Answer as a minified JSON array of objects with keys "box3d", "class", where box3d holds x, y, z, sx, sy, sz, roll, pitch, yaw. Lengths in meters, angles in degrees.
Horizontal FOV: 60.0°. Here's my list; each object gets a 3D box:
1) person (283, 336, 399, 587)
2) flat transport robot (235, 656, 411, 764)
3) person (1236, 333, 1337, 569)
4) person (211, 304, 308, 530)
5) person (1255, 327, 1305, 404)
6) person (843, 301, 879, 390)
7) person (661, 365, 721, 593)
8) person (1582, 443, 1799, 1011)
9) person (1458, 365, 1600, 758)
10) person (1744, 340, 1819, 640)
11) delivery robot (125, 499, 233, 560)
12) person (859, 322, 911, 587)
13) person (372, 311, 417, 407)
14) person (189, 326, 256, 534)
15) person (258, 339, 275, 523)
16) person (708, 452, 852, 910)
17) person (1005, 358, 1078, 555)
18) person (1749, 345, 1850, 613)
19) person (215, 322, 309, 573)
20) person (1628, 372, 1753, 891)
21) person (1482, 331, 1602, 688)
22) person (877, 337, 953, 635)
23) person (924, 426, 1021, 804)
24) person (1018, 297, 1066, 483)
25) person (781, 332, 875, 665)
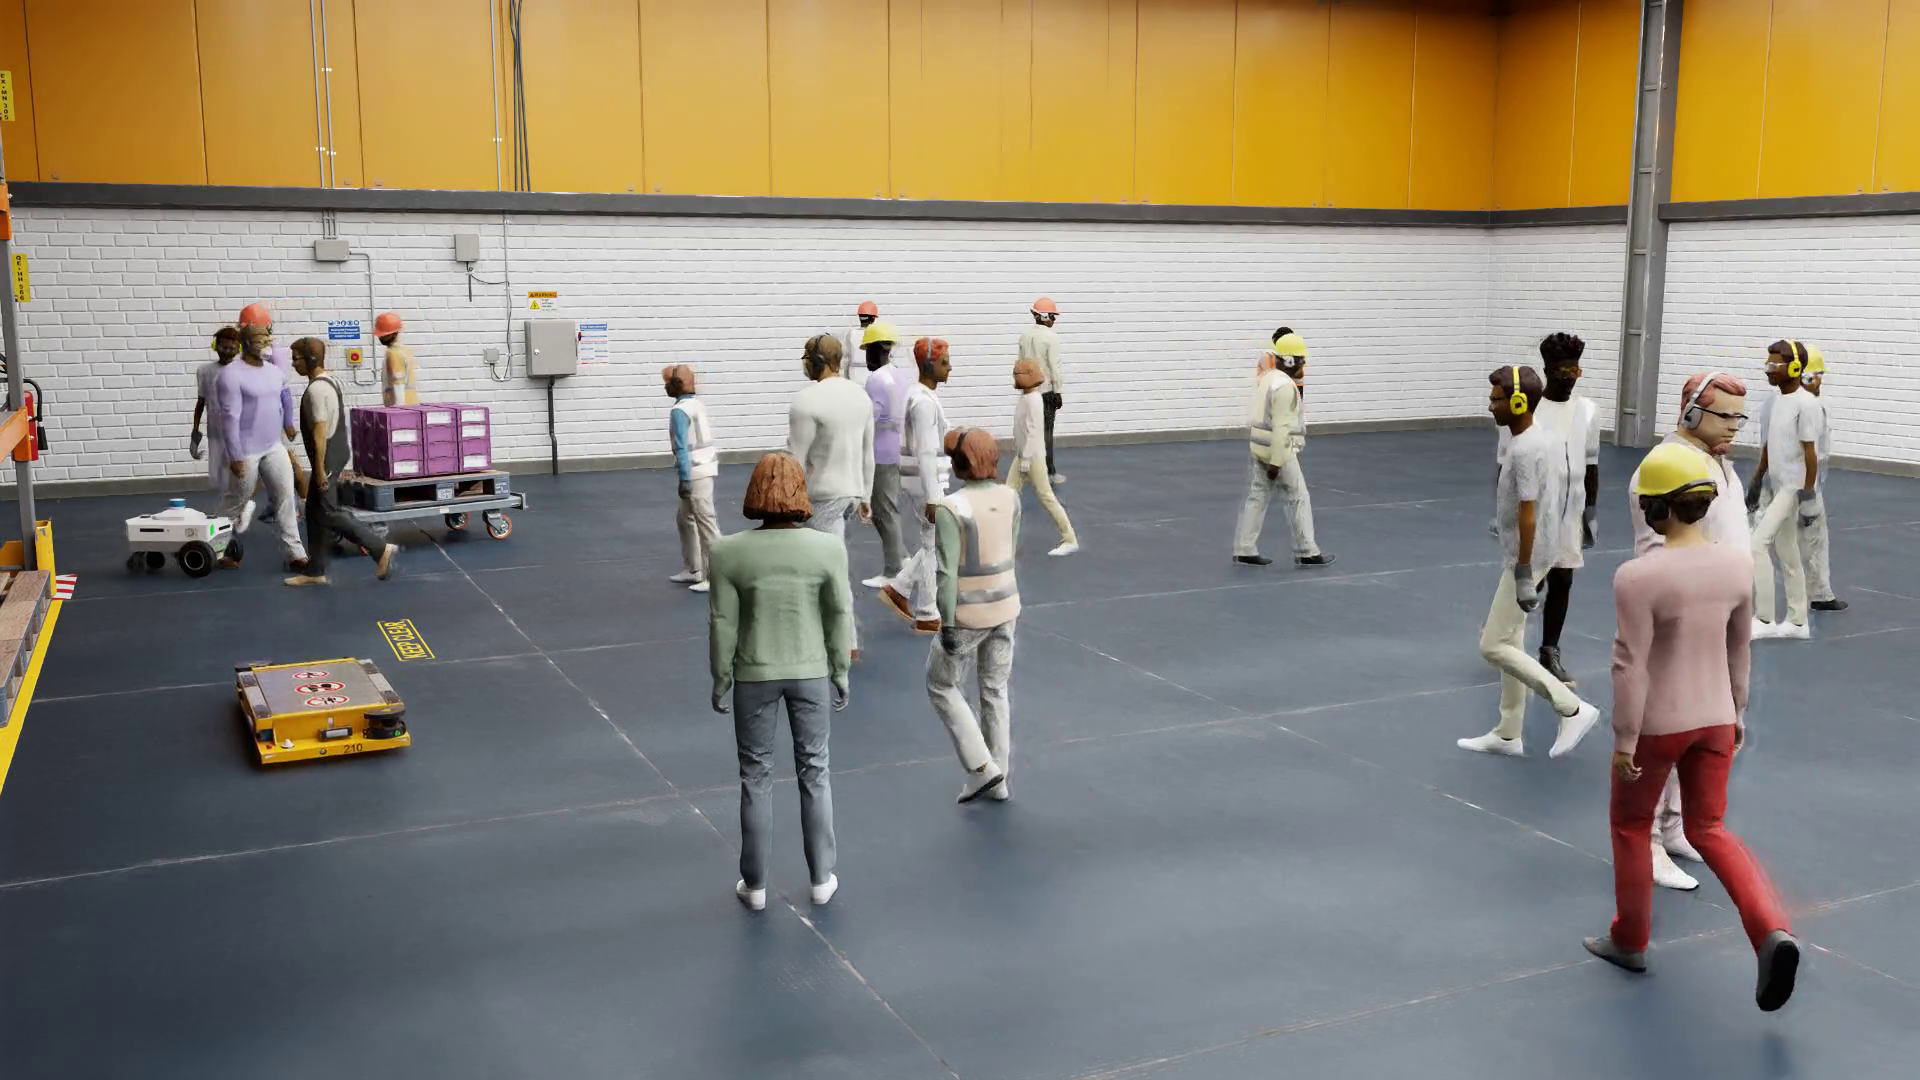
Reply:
[{"box3d":[-4.478,-0.553,11.918,0.766,1.821,0.530,-2,9,-12],"class":"person"},{"box3d":[-3.188,0.808,8.248,0.652,0.197,1.431,-5,10,-27],"class":"flat transport robot"},{"box3d":[2.519,-0.667,12.678,0.846,1.795,0.594,-1,9,-8],"class":"person"},{"box3d":[-6.189,-1.085,14.690,1.008,1.978,0.651,-8,12,-41],"class":"person"},{"box3d":[3.346,-1.374,17.373,0.540,1.695,0.317,6,11,35],"class":"person"},{"box3d":[-1.096,-1.830,19.490,0.544,1.929,0.381,3,10,19],"class":"person"},{"box3d":[-1.907,-0.435,11.802,0.509,1.606,0.514,1,9,3],"class":"person"},{"box3d":[2.276,0.578,5.139,0.543,1.739,0.726,-3,10,-18],"class":"person"},{"box3d":[2.638,0.120,7.653,0.539,1.847,0.510,5,10,29],"class":"person"},{"box3d":[4.977,-0.296,10.210,0.675,1.848,0.534,2,9,11],"class":"person"},{"box3d":[-5.874,-0.068,12.513,0.707,0.478,0.477,1,9,3],"class":"delivery robot"},{"box3d":[-0.560,-0.598,11.917,0.433,1.901,0.625,2,9,12],"class":"person"},{"box3d":[-5.413,-1.263,16.085,0.639,1.903,0.646,-1,9,-9],"class":"person"},{"box3d":[-6.003,-0.849,13.672,0.574,1.835,0.736,0,9,-1],"class":"person"},{"box3d":[-6.279,-1.019,15.004,0.491,1.743,0.579,-2,9,-13],"class":"person"},{"box3d":[-0.637,0.504,5.921,0.507,1.631,0.274,-2,9,-10],"class":"person"},{"box3d":[0.562,-0.650,13.210,0.846,1.590,0.513,-2,9,-11],"class":"person"},{"box3d":[5.450,-0.392,10.996,0.910,1.795,0.604,-1,9,-7],"class":"person"},{"box3d":[-5.337,-0.687,12.511,1.013,1.902,0.647,3,10,21],"class":"person"},{"box3d":[2.728,0.324,6.214,0.401,1.901,0.641,8,12,42],"class":"person"},{"box3d":[3.207,-0.170,9.123,0.611,1.948,0.481,-2,9,-15],"class":"person"},{"box3d":[-0.203,-0.325,10.329,0.458,1.865,0.600,-1,9,-4],"class":"person"},{"box3d":[0.063,0.329,7.049,0.521,1.628,0.363,-9,13,-43],"class":"person"},{"box3d":[0.880,-1.604,17.893,0.392,1.990,0.612,-7,12,-38],"class":"person"},{"box3d":[-0.801,-0.236,9.643,0.625,1.919,0.642,5,10,28],"class":"person"}]
